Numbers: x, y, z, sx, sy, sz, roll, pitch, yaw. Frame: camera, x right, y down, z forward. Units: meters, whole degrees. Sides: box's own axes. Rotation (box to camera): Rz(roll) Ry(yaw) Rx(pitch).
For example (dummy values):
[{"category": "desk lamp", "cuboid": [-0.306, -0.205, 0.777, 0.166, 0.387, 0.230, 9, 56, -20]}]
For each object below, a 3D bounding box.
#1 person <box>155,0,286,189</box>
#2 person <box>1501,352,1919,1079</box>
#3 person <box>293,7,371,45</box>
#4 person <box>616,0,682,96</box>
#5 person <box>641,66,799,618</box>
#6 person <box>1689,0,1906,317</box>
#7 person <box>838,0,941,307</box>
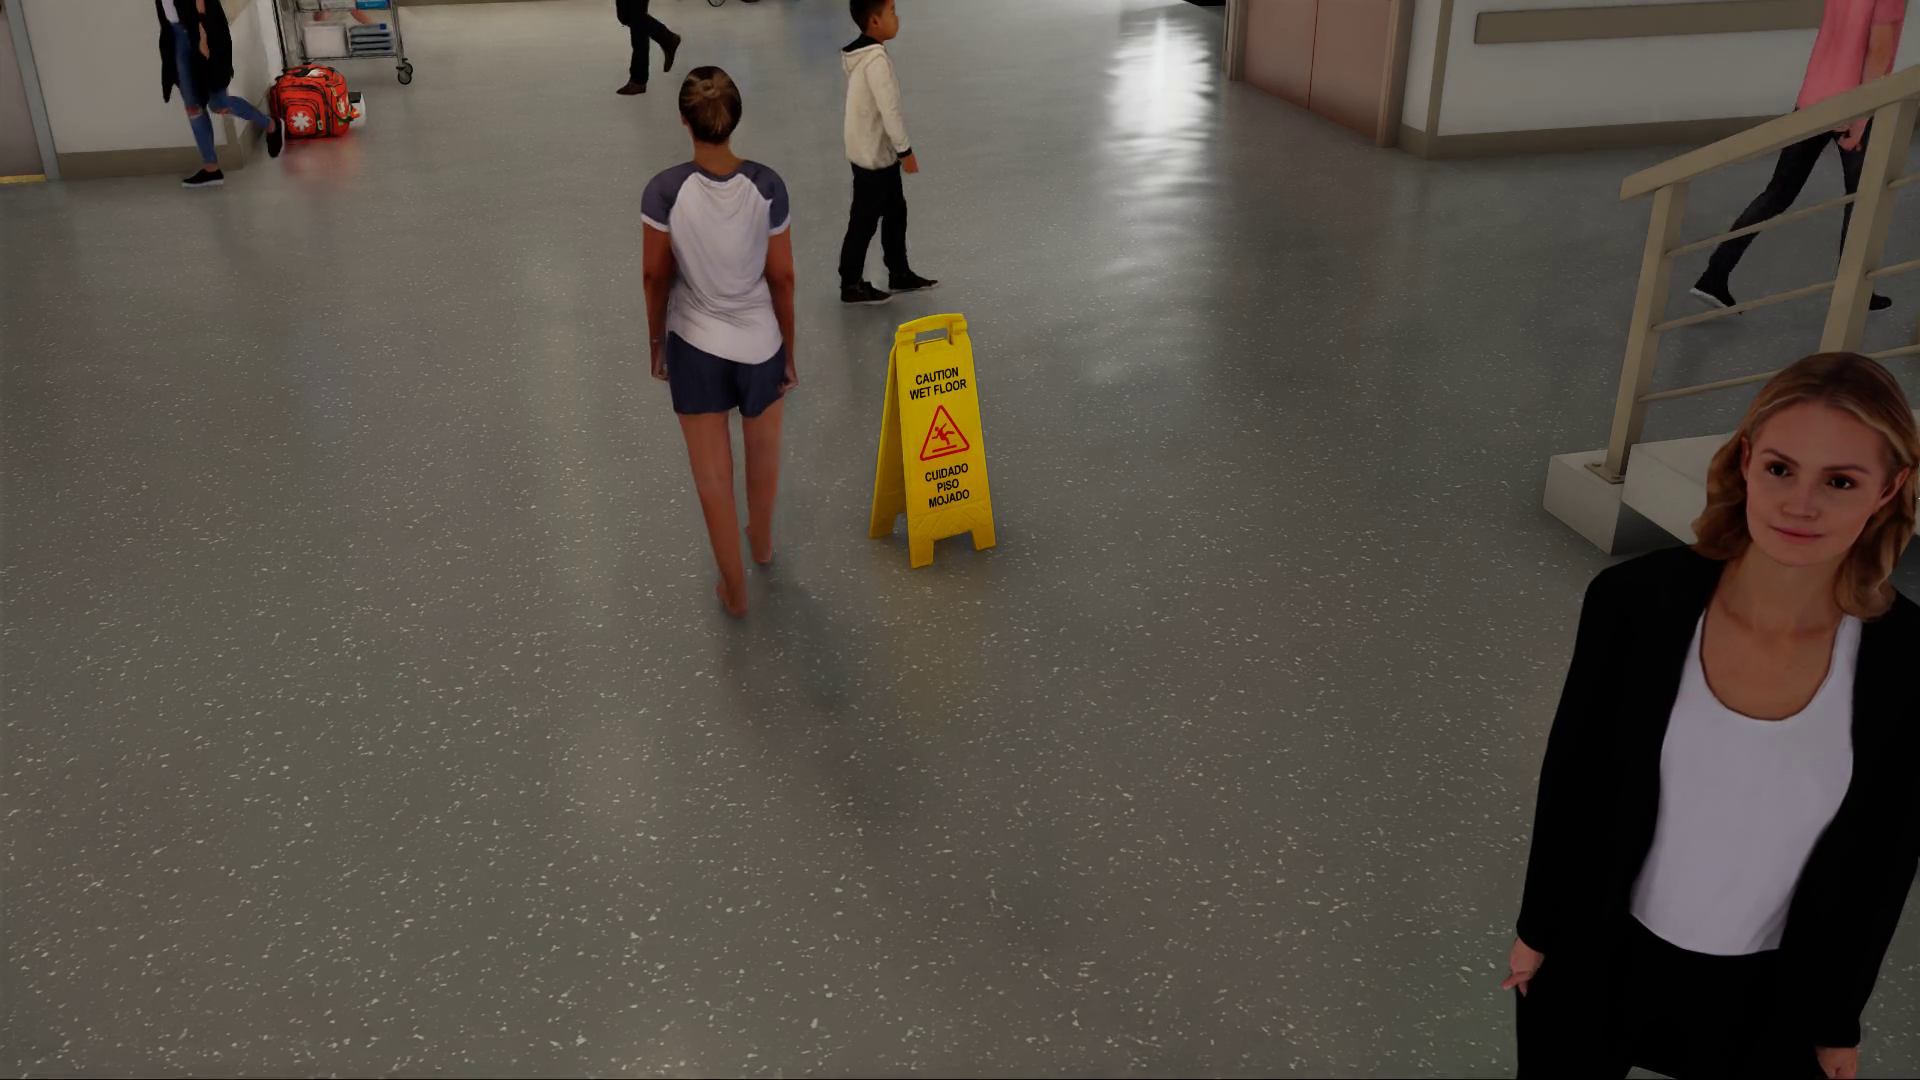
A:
[{"category": "person", "cuboid": [-4.371, -2.912, 9.713, 0.994, 1.663, 1.016, 18, 31, 32]}, {"category": "person", "cuboid": [0.986, 0.599, 2.272, 0.681, 1.801, 0.726, 12, 28, 24]}, {"category": "person", "cuboid": [-5.230, -4.861, 13.920, 0.795, 1.518, 1.039, 1, 26, 2]}, {"category": "person", "cuboid": [-2.359, -4.265, 12.312, 1.064, 1.843, 1.085, 16, 30, 30]}, {"category": "person", "cuboid": [-0.659, -0.516, 4.808, 0.586, 1.608, 0.740, -8, 27, -17]}, {"category": "person", "cuboid": [3.740, -1.875, 7.262, 0.696, 1.924, 1.146, -7, 27, -15]}, {"category": "person", "cuboid": [-0.459, -1.765, 7.593, 0.713, 1.438, 0.698, -2, 26, -3]}]
